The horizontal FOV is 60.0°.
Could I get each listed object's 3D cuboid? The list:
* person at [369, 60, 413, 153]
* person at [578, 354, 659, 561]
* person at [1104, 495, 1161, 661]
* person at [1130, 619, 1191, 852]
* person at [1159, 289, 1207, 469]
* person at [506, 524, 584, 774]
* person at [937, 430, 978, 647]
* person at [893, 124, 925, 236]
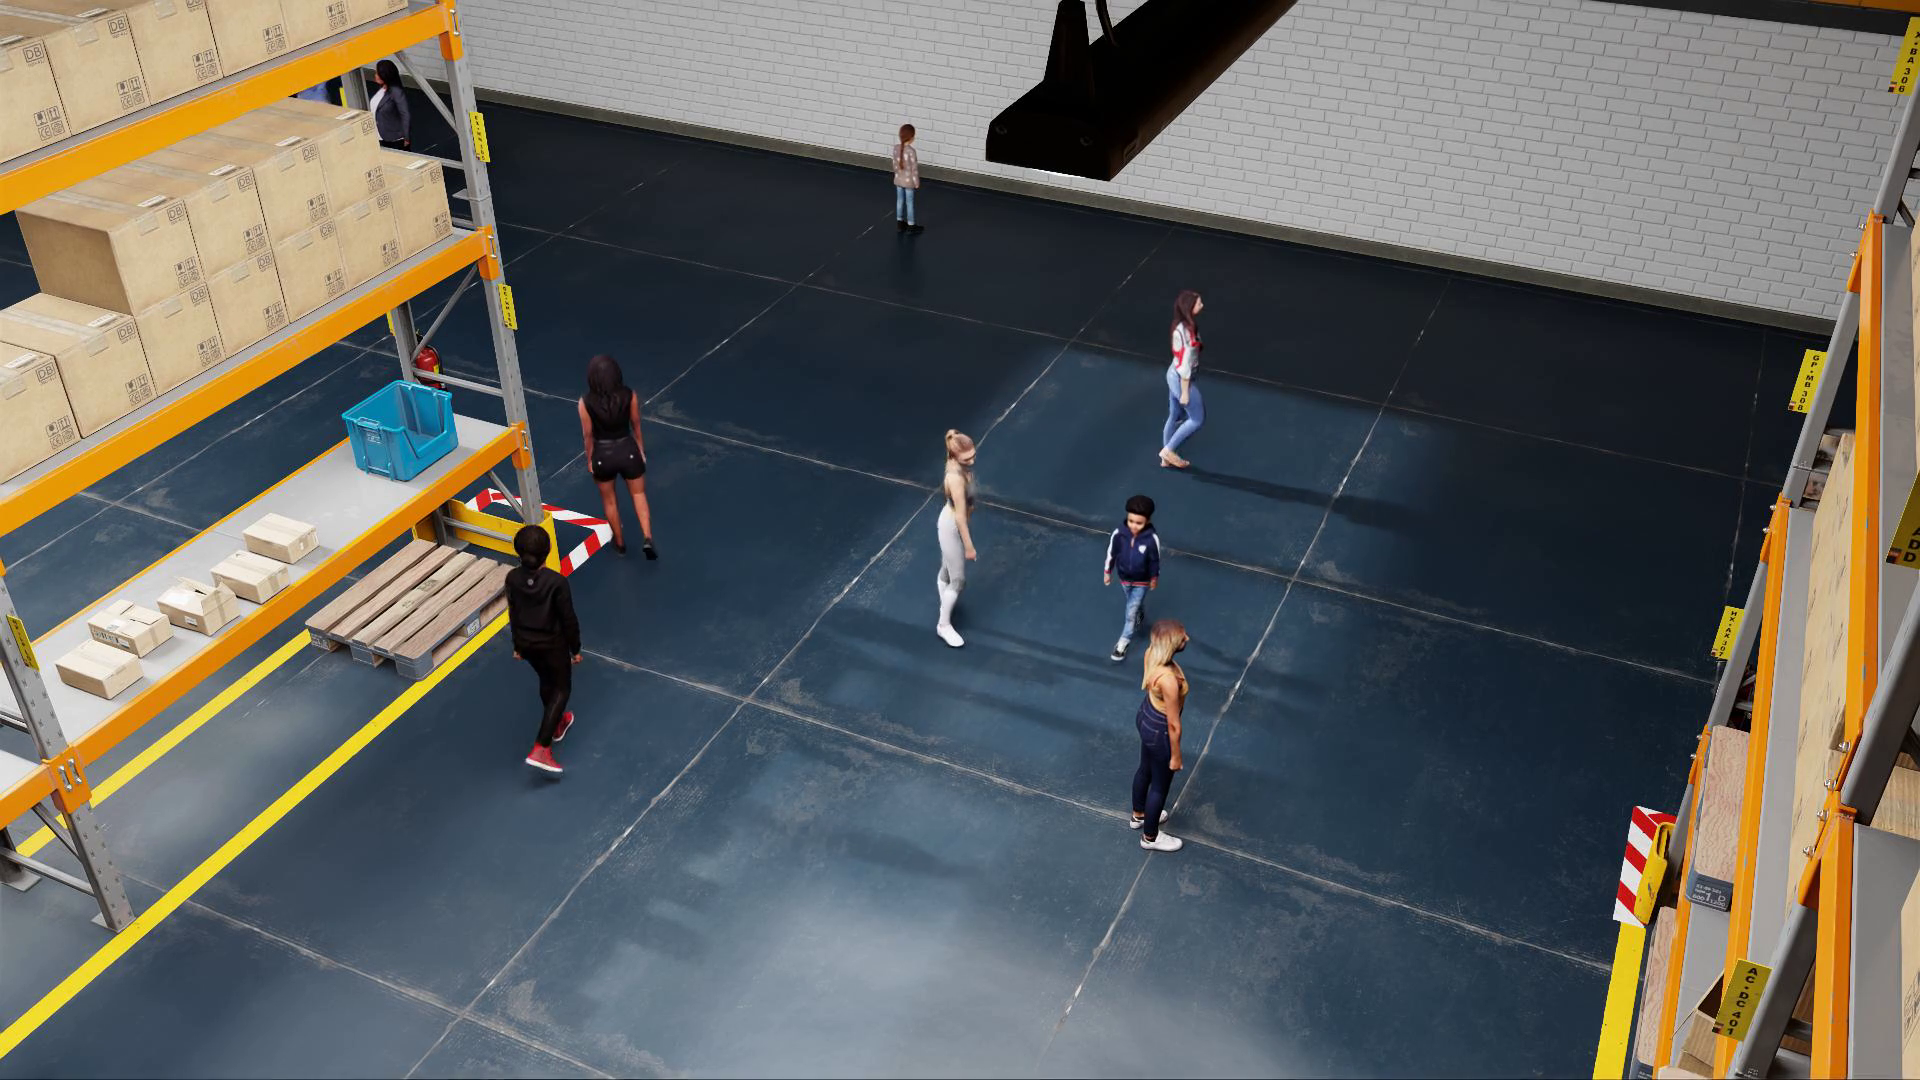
[{"bbox_3d":[-6.234,-4.504,18.363,0.800,1.597,0.781,-25,41,-32],"label":"person"},{"bbox_3d":[-2.524,-0.547,12.292,0.922,1.728,0.962,-14,36,-20],"label":"person"},{"bbox_3d":[1.238,0.201,11.648,0.556,1.195,0.824,16,37,23],"label":"person"},{"bbox_3d":[1.180,1.136,9.850,0.712,1.628,0.628,-7,34,-10],"label":"person"},{"bbox_3d":[1.726,-1.289,13.520,0.766,1.604,0.659,0,34,0],"label":"person"},{"bbox_3d":[-2.652,0.710,10.479,0.713,1.641,0.980,10,35,14],"label":"person"},{"bbox_3d":[-0.067,-0.085,11.641,0.857,1.679,0.680,-10,35,-15],"label":"person"},{"bbox_3d":[-0.578,-3.851,17.749,0.522,1.190,0.520,23,40,31],"label":"person"}]
